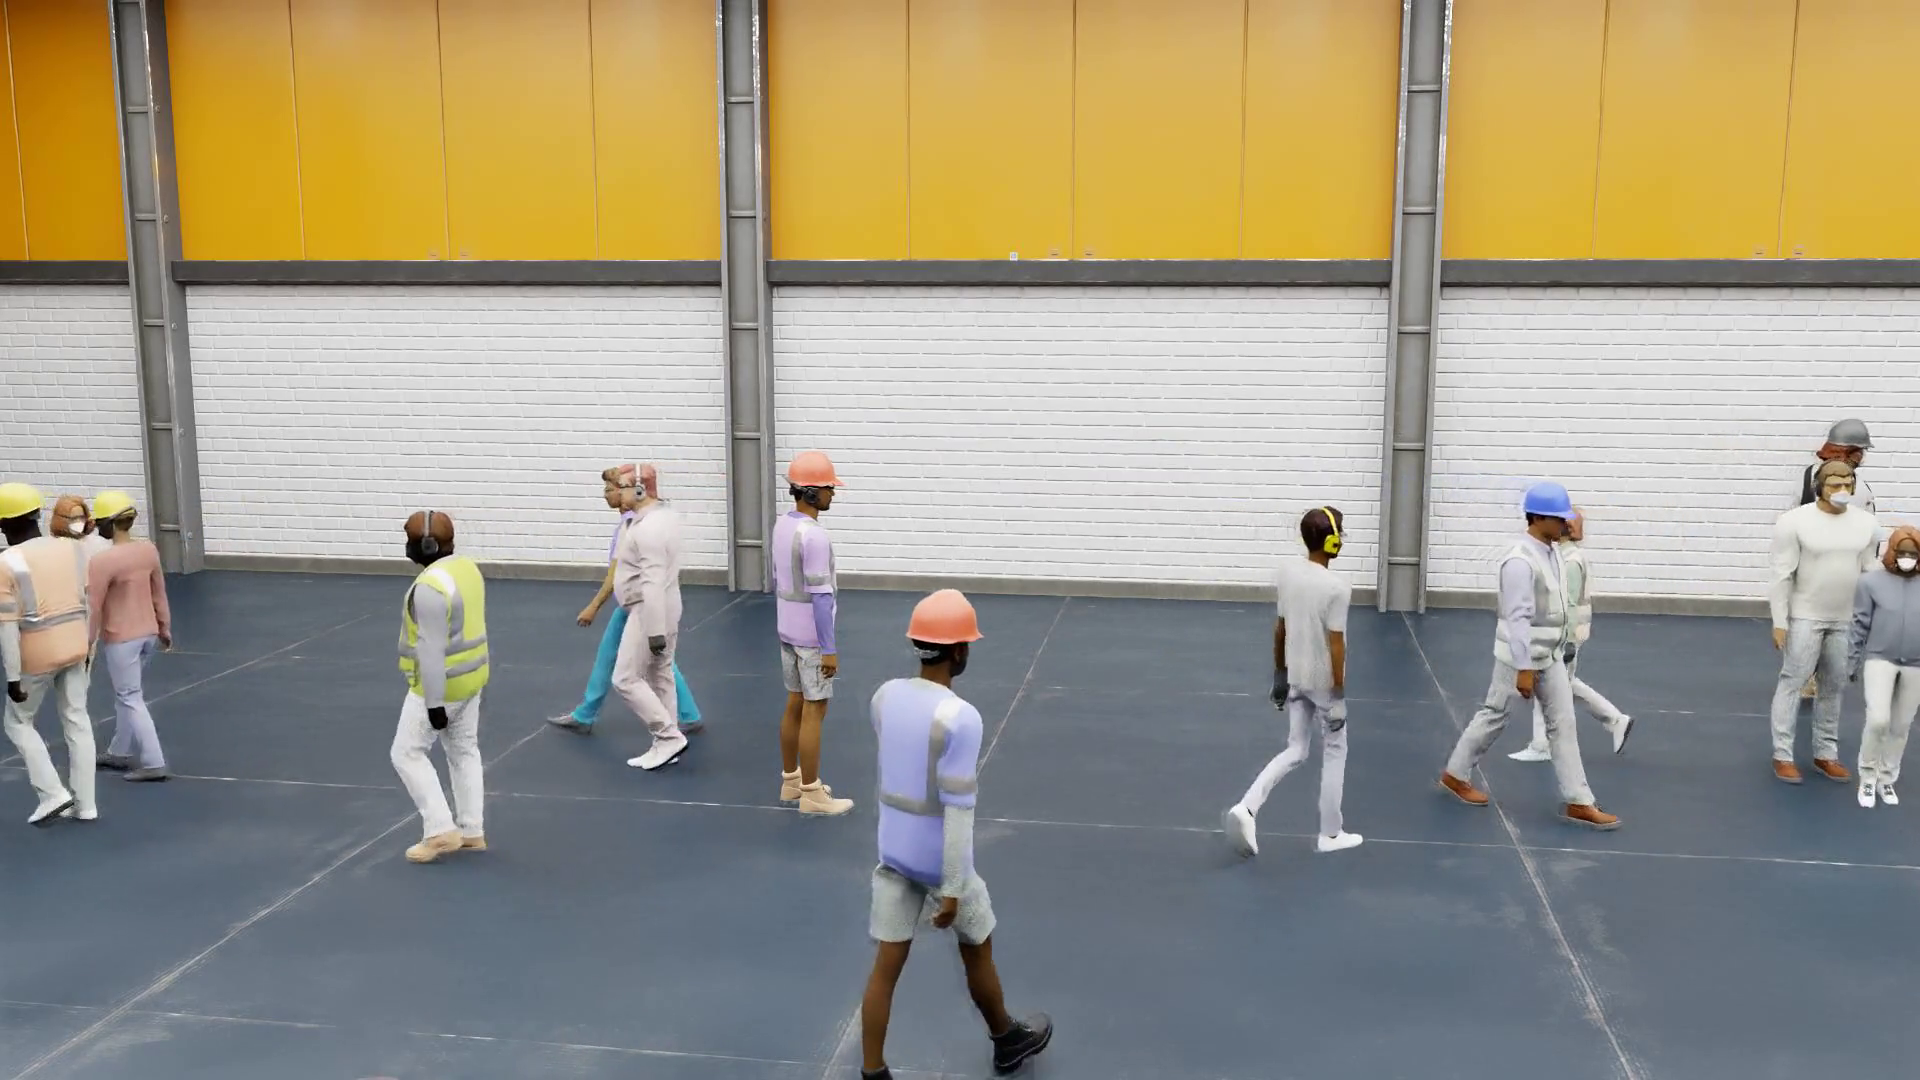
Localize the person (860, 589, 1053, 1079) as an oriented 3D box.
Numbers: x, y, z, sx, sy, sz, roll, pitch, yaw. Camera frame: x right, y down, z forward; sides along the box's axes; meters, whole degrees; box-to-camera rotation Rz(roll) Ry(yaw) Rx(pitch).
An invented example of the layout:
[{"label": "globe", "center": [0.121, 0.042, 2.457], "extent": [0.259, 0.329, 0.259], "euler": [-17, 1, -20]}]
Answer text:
[{"label": "person", "center": [-0.045, 1.113, 6.075], "extent": [0.546, 1.888, 0.973], "euler": [8, 12, 42]}]

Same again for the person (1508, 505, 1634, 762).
[{"label": "person", "center": [3.786, 0.584, 10.210], "extent": [0.671, 1.616, 0.517], "euler": [2, 9, 14]}]

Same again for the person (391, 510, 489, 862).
[{"label": "person", "center": [-2.692, 0.749, 8.565], "extent": [0.505, 1.829, 0.628], "euler": [1, 9, 7]}]

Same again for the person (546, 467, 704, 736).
[{"label": "person", "center": [-2.138, 0.416, 10.727], "extent": [0.994, 1.786, 0.557], "euler": [-2, 9, -14]}]

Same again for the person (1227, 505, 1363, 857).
[{"label": "person", "center": [1.763, 0.741, 8.535], "extent": [0.771, 1.851, 0.518], "euler": [-6, 11, -31]}]

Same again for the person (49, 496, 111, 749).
[{"label": "person", "center": [-5.588, 0.524, 10.571], "extent": [0.719, 1.600, 0.527], "euler": [8, 12, 41]}]

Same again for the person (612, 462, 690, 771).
[{"label": "person", "center": [-1.894, 0.474, 10.046], "extent": [0.417, 1.897, 0.660], "euler": [0, 9, 0]}]

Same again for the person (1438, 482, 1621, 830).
[{"label": "person", "center": [3.127, 0.613, 9.176], "extent": [1.016, 1.898, 0.634], "euler": [9, 13, 43]}]

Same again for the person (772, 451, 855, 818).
[{"label": "person", "center": [-0.821, 0.520, 9.283], "extent": [0.378, 2.041, 0.616], "euler": [-5, 10, -27]}]

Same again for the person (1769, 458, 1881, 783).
[{"label": "person", "center": [5.108, 0.478, 9.866], "extent": [0.635, 1.938, 0.357], "euler": [0, 9, -2]}]

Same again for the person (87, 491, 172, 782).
[{"label": "person", "center": [-5.043, 0.576, 9.856], "extent": [0.684, 1.738, 0.549], "euler": [1, 9, 9]}]

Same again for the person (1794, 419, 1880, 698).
[{"label": "person", "center": [6.115, 0.143, 11.613], "extent": [0.540, 2.000, 0.685], "euler": [-1, 9, -6]}]

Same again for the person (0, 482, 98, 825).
[{"label": "person", "center": [-4.969, 0.627, 9.063], "extent": [0.460, 1.899, 0.625], "euler": [5, 10, 26]}]

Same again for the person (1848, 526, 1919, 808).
[{"label": "person", "center": [5.286, 0.725, 9.355], "extent": [0.499, 1.611, 0.508], "euler": [3, 10, 18]}]
